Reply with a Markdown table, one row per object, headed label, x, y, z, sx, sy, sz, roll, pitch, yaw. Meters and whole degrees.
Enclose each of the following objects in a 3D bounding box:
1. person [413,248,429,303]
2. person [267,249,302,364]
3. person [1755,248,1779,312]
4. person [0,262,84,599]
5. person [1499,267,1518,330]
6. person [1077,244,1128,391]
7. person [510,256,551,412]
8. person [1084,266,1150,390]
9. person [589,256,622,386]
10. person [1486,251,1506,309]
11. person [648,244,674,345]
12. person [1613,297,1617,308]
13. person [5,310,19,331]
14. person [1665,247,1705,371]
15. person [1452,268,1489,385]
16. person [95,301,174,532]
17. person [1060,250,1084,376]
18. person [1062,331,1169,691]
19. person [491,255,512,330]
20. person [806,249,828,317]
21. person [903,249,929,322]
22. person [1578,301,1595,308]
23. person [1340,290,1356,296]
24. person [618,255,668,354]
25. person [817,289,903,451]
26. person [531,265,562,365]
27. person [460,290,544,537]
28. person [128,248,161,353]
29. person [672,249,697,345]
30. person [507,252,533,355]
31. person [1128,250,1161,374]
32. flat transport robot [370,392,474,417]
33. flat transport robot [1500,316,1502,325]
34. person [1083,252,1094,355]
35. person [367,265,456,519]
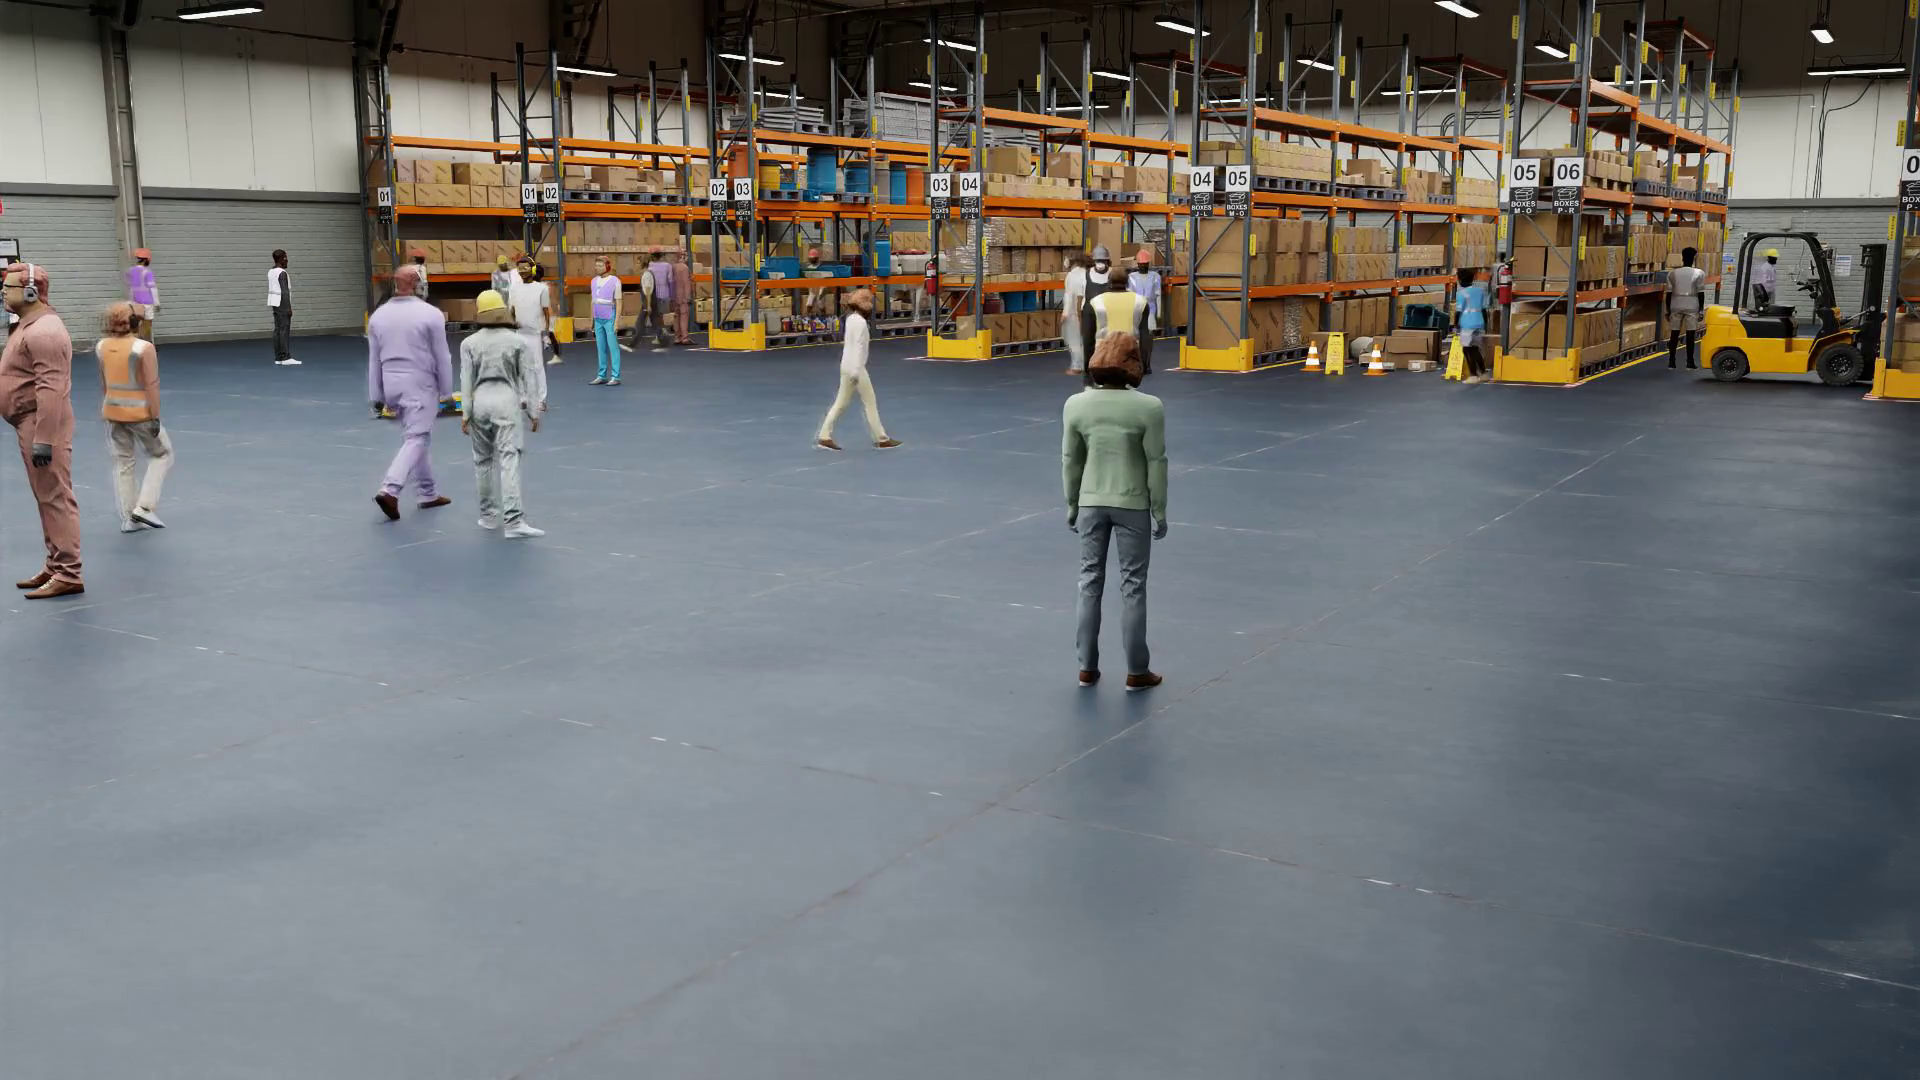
| label | x | y | z | sx | sy | sz | roll | pitch | yaw |
| --- | --- | --- | --- | --- | --- | --- | --- | --- | --- |
| person | -11.688 | -5.317 | 35.838 | 0.556 | 1.915 | 0.812 | 10 | 14 | 43 |
| person | -11.374 | -3.899 | 27.871 | 0.392 | 1.920 | 0.591 | -10 | 14 | -43 |
| person | 18.840 | -5.857 | 38.888 | 0.589 | 1.906 | 0.679 | -9 | 13 | -40 |
| person | -5.300 | -0.626 | 9.560 | 0.411 | 1.913 | 0.643 | -7 | 12 | -33 |
| person | 12.901 | -5.780 | 38.767 | 0.688 | 1.803 | 0.628 | -3 | 10 | -14 |
| person | 1.882 | -2.914 | 22.010 | 0.689 | 2.000 | 0.783 | 1 | 10 | 4 |
| person | -5.178 | -2.471 | 20.004 | 0.520 | 1.873 | 0.328 | 1 | 10 | 7 |
| person | 1.561 | -1.819 | 16.580 | 0.640 | 1.808 | 0.945 | 0 | 10 | 0 |
| person | -5.044 | -3.126 | 23.737 | 0.567 | 1.848 | 0.389 | 7 | 12 | 32 |
| person | 12.726 | -5.895 | 39.299 | 0.461 | 1.833 | 0.538 | -5 | 11 | -27 |
| person | -5.940 | -4.840 | 32.891 | 0.618 | 2.015 | 0.869 | -7 | 12 | -34 |
| person | 16.183 | -6.129 | 40.579 | 0.619 | 1.845 | 0.430 | -7 | 12 | -34 |
| person | -14.290 | -3.327 | 25.522 | 0.549 | 1.601 | 0.792 | 4 | 11 | 21 |
| person | 11.568 | -3.686 | 26.543 | 0.603 | 1.967 | 0.366 | 8 | 13 | 38 |
| person | 7.296 | -3.049 | 23.789 | 0.551 | 1.662 | 0.424 | -7 | 12 | -33 |
| person | -5.783 | -0.855 | 11.652 | 0.516 | 1.626 | 0.369 | 3 | 10 | 15 |
| person | 1.705 | -3.471 | 25.488 | 0.511 | 1.923 | 0.629 | 3 | 10 | 14 |
| person | 0.706 | -0.130 | 7.557 | 0.499 | 1.633 | 0.279 | 5 | 11 | 25 |
| person | -9.595 | -5.151 | 35.263 | 0.635 | 1.791 | 0.828 | -1 | 10 | -5 |
| person | -3.201 | -5.451 | 36.667 | 0.552 | 1.883 | 0.977 | 6 | 12 | 30 |
| person | -1.081 | -6.208 | 40.971 | 0.629 | 1.869 | 1.018 | 2 | 10 | 10 |
| person | 15.613 | -6.325 | 41.491 | 0.553 | 1.905 | 0.712 | 4 | 11 | 20 |
| person | 10.668 | -7.130 | 45.902 | 0.581 | 1.950 | 0.929 | -5 | 11 | -24 |
| person | -5.828 | -4.317 | 30.554 | 0.953 | 1.795 | 0.543 | 0 | 10 | -1 |
| person | -1.016 | -1.658 | 16.253 | 0.856 | 1.582 | 0.540 | -4 | 11 | -19 |
| person | -7.043 | -3.722 | 27.615 | 0.848 | 1.656 | 0.538 | -8 | 13 | -37 |
| person | -3.195 | -0.884 | 11.627 | 0.568 | 1.698 | 0.634 | -1 | 10 | -4 |
| person | -14.996 | -4.398 | 30.648 | 0.585 | 1.923 | 0.403 | 5 | 11 | 25 |
| person | -5.520 | -4.844 | 33.197 | 0.403 | 1.911 | 0.637 | -7 | 12 | -36 |
| person | -7.881 | -4.225 | 29.845 | 0.585 | 1.864 | 0.651 | 5 | 11 | 24 |
| person | 2.815 | -3.496 | 25.637 | 0.583 | 1.903 | 0.832 | 1 | 10 | 5 |
| flat transport robot | -6.166 | -1.617 | 19.705 | 1.431 | 0.197 | 0.652 | -8 | 13 | -38 |
| flat transport robot | 13.435 | -5.382 | 40.789 | 0.652 | 0.197 | 1.431 | 4 | 11 | 19 |
| person | 2.379 | -4.331 | 30.465 | 0.578 | 1.864 | 0.695 | 8 | 13 | 37 |
| person | -4.126 | -1.108 | 12.384 | 0.628 | 1.871 | 0.931 | 4 | 11 | 23 |
